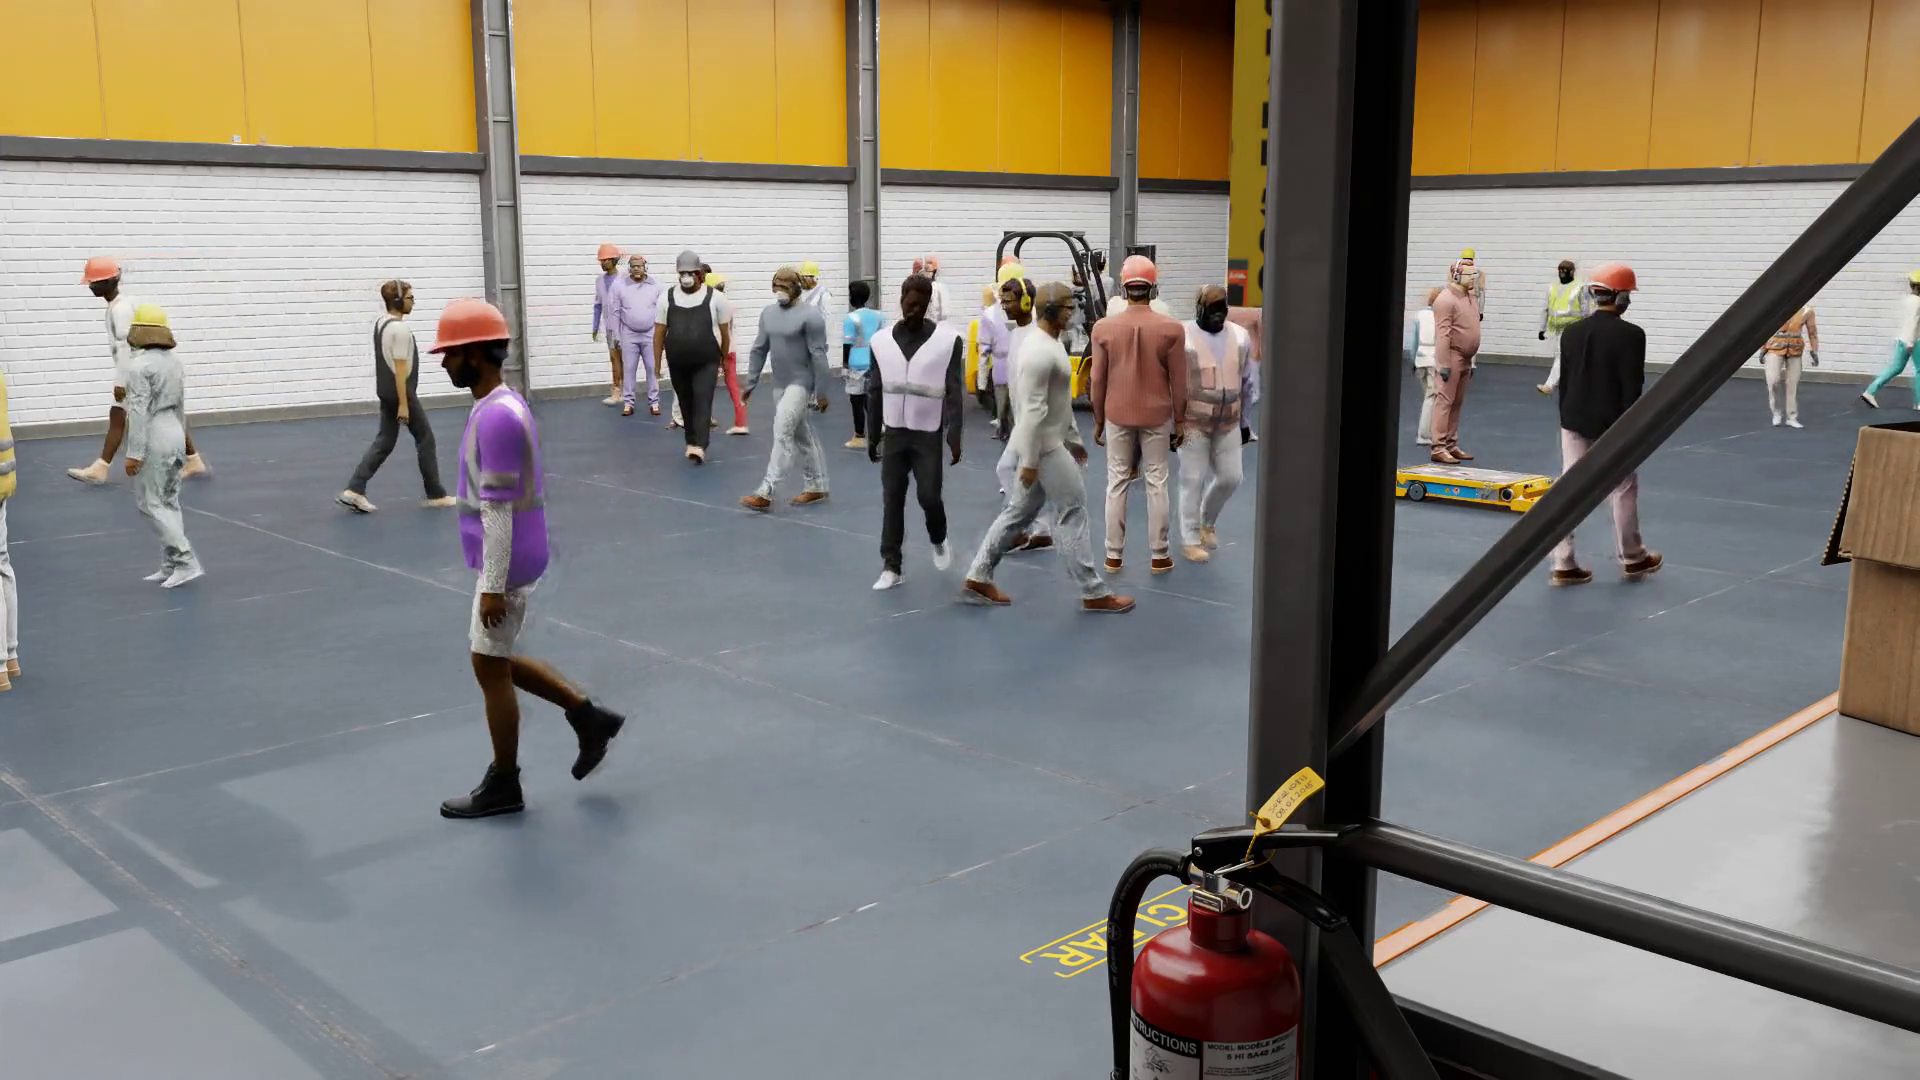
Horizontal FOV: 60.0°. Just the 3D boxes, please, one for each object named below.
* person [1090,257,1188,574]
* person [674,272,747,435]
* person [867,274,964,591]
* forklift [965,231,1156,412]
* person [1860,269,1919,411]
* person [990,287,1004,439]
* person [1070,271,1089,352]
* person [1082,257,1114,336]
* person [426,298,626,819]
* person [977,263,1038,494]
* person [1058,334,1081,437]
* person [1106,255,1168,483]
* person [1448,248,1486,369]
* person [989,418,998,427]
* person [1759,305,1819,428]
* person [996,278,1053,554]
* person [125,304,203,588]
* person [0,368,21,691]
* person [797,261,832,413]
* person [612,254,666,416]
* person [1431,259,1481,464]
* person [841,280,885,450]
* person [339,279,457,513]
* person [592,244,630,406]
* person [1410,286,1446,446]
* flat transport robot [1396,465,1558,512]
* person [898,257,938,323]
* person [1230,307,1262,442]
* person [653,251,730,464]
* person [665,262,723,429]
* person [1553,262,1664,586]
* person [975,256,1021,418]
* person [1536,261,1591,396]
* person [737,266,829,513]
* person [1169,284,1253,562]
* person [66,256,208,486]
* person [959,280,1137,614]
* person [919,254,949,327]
[{"bbox_3d":[1.126,-0.774,10.487,0.612,1.996,0.376,2,11,10],"label":"person"},{"bbox_3d":[-2.659,-1.991,17.822,0.886,1.720,0.547,6,12,28],"label":"person"},{"bbox_3d":[-0.262,-0.656,10.097,0.632,1.905,0.561,3,11,16],"label":"person"},{"bbox_3d":[1.222,-2.721,20.561,2.313,2.155,1.214,2,11,13],"label":"forklift"},{"bbox_3d":[11.546,-2.443,20.309,0.843,1.737,0.529,3,11,17],"label":"person"},{"bbox_3d":[0.509,-1.828,17.224,0.267,1.632,0.509,-5,11,-25],"label":"person"},{"bbox_3d":[1.793,-3.199,24.716,0.367,1.616,0.536,-8,13,-37],"label":"person"},{"bbox_3d":[1.923,-3.045,23.220,0.532,1.868,0.310,-8,13,-36],"label":"person"},{"bbox_3d":[-1.613,0.072,6.120,0.601,1.916,0.565,-3,11,-17],"label":"person"},{"bbox_3d":[0.428,-1.312,13.659,0.608,1.906,0.513,3,11,17],"label":"person"},{"bbox_3d":[0.954,-1.808,17.163,0.721,1.603,0.538,10,14,42],"label":"person"},{"bbox_3d":[1.574,-1.496,14.505,0.625,1.968,0.801,10,14,42],"label":"person"},{"bbox_3d":[8.060,-3.681,26.525,0.587,1.927,0.363,2,11,13],"label":"person"},{"bbox_3d":[0.646,-2.066,18.414,0.573,1.672,0.550,-2,11,-12],"label":"person"},{"bbox_3d":[9.199,-2.053,18.451,0.600,1.630,0.370,3,11,16],"label":"person"},{"bbox_3d":[0.364,-0.820,11.134,0.650,1.842,0.564,-3,11,-18],"label":"person"},{"bbox_3d":[-4.846,-0.556,10.127,0.472,1.727,0.551,1,10,7],"label":"person"},{"bbox_3d":[-4.654,-0.198,7.772,0.429,1.843,0.622,-3,11,-17],"label":"person"},{"bbox_3d":[-1.824,-2.455,20.129,0.611,1.828,0.431,10,14,43],"label":"person"},{"bbox_3d":[-3.794,-2.424,19.731,0.655,1.906,0.407,-2,11,-10],"label":"person"},{"bbox_3d":[4.688,-1.680,15.669,0.401,1.910,0.641,8,13,39],"label":"person"},{"bbox_3d":[-0.987,-1.733,16.535,0.369,1.686,0.550,8,13,36],"label":"person"},{"bbox_3d":[-4.365,-1.103,12.805,0.924,1.810,0.523,-8,13,-39],"label":"person"},{"bbox_3d":[-4.381,-2.680,20.823,0.639,2.009,0.831,7,12,33],"label":"person"},{"bbox_3d":[4.872,-1.773,16.951,0.603,1.613,0.526,-7,12,-33],"label":"person"},{"bbox_3d":[4.113,-0.433,13.337,0.652,0.197,1.431,-10,14,-44],"label":"flat transport robot"},{"bbox_3d":[-0.439,-2.074,17.856,0.398,1.896,0.702,-4,11,-21],"label":"person"},{"bbox_3d":[2.902,-1.850,17.009,0.572,1.744,0.526,-6,12,-30],"label":"person"},{"bbox_3d":[-2.548,-1.749,15.683,0.698,2.000,1.031,1,10,4],"label":"person"},{"bbox_3d":[-2.965,-2.132,18.343,0.624,1.836,0.360,-4,11,-19],"label":"person"},{"bbox_3d":[4.009,-0.709,10.211,0.905,1.960,0.647,-7,12,-33],"label":"person"},{"bbox_3d":[0.509,-2.338,19.305,0.606,1.887,0.728,-6,12,-30],"label":"person"},{"bbox_3d":[8.054,-2.833,22.268,0.985,1.790,0.648,-7,12,-33],"label":"person"},{"bbox_3d":[-1.391,-1.151,12.821,1.002,1.882,0.660,-9,14,-41],"label":"person"},{"bbox_3d":[1.621,-0.761,10.903,0.665,1.821,0.442,-4,11,-20],"label":"person"},{"bbox_3d":[-7.083,-1.437,14.239,1.138,1.948,0.611,-7,13,-35],"label":"person"},{"bbox_3d":[0.460,-0.519,9.414,1.004,1.897,0.636,1,10,3],"label":"person"},{"bbox_3d":[-0.300,-2.393,19.542,0.503,1.914,0.587,3,11,14],"label":"person"}]
